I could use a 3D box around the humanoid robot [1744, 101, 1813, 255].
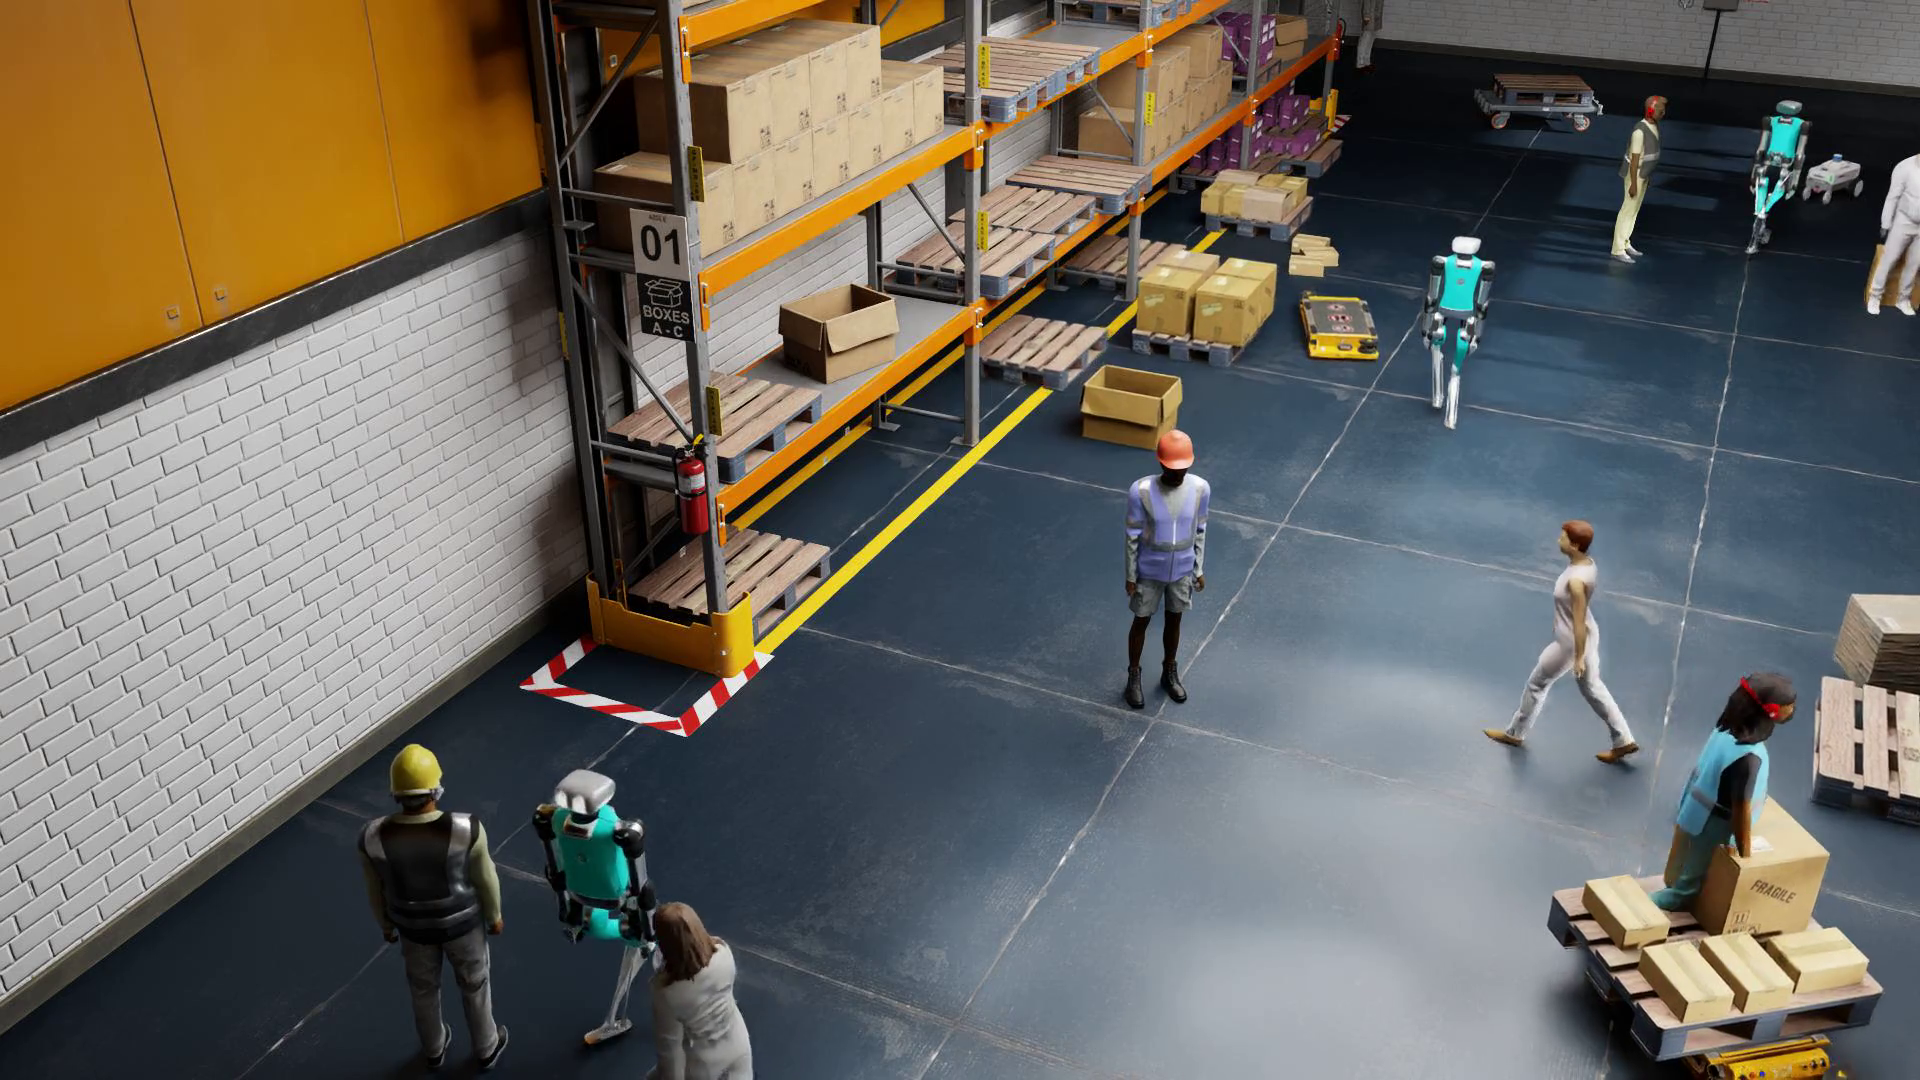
[{"bbox_3d":[9.027,-3.989,18.575,0.557,1.722,1.039,24,37,38],"label":"humanoid robot"}]

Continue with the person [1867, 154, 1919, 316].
[{"bbox_3d":[9.746,-3.220,16.975,0.650,1.905,0.406,2,28,4],"label":"person"}]

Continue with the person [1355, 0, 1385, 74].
[{"bbox_3d":[6.657,-8.478,26.806,0.360,1.828,0.514,21,35,34],"label":"person"}]

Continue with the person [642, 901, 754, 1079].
[{"bbox_3d":[-1.160,2.204,7.218,0.492,1.608,0.895,-25,37,-38],"label":"person"}]

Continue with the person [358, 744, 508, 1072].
[{"bbox_3d":[-2.447,1.760,7.832,0.597,1.820,0.403,-2,28,-4],"label":"person"}]

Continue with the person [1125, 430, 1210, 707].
[{"bbox_3d":[1.315,0.182,10.634,0.542,1.939,0.361,-5,29,-10],"label":"person"}]

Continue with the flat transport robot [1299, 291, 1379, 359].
[{"bbox_3d":[3.800,-2.162,16.736,0.659,0.231,1.431,3,28,5],"label":"flat transport robot"}]

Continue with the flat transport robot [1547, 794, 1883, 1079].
[{"bbox_3d":[3.790,2.336,8.397,0.659,0.231,1.431,-6,29,-10],"label":"flat transport robot"}]

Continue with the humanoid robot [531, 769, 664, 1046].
[{"bbox_3d":[-1.589,1.724,7.981,0.569,1.773,0.776,8,29,14],"label":"humanoid robot"}]

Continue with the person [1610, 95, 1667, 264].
[{"bbox_3d":[7.558,-4.035,18.548,0.390,1.848,0.565,18,33,30],"label":"person"}]

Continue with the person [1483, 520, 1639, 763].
[{"bbox_3d":[3.799,0.640,10.126,0.891,1.610,0.479,14,32,25],"label":"person"}]

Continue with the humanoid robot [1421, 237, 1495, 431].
[{"bbox_3d":[4.341,-1.866,14.651,0.538,1.763,0.922,8,29,14],"label":"humanoid robot"}]

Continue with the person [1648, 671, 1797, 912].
[{"bbox_3d":[3.792,1.456,8.395,0.937,1.836,0.534,10,30,19],"label":"person"}]

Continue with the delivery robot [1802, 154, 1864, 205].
[{"bbox_3d":[10.941,-4.538,20.831,0.760,0.586,0.499,-19,34,-31],"label":"delivery robot"}]
